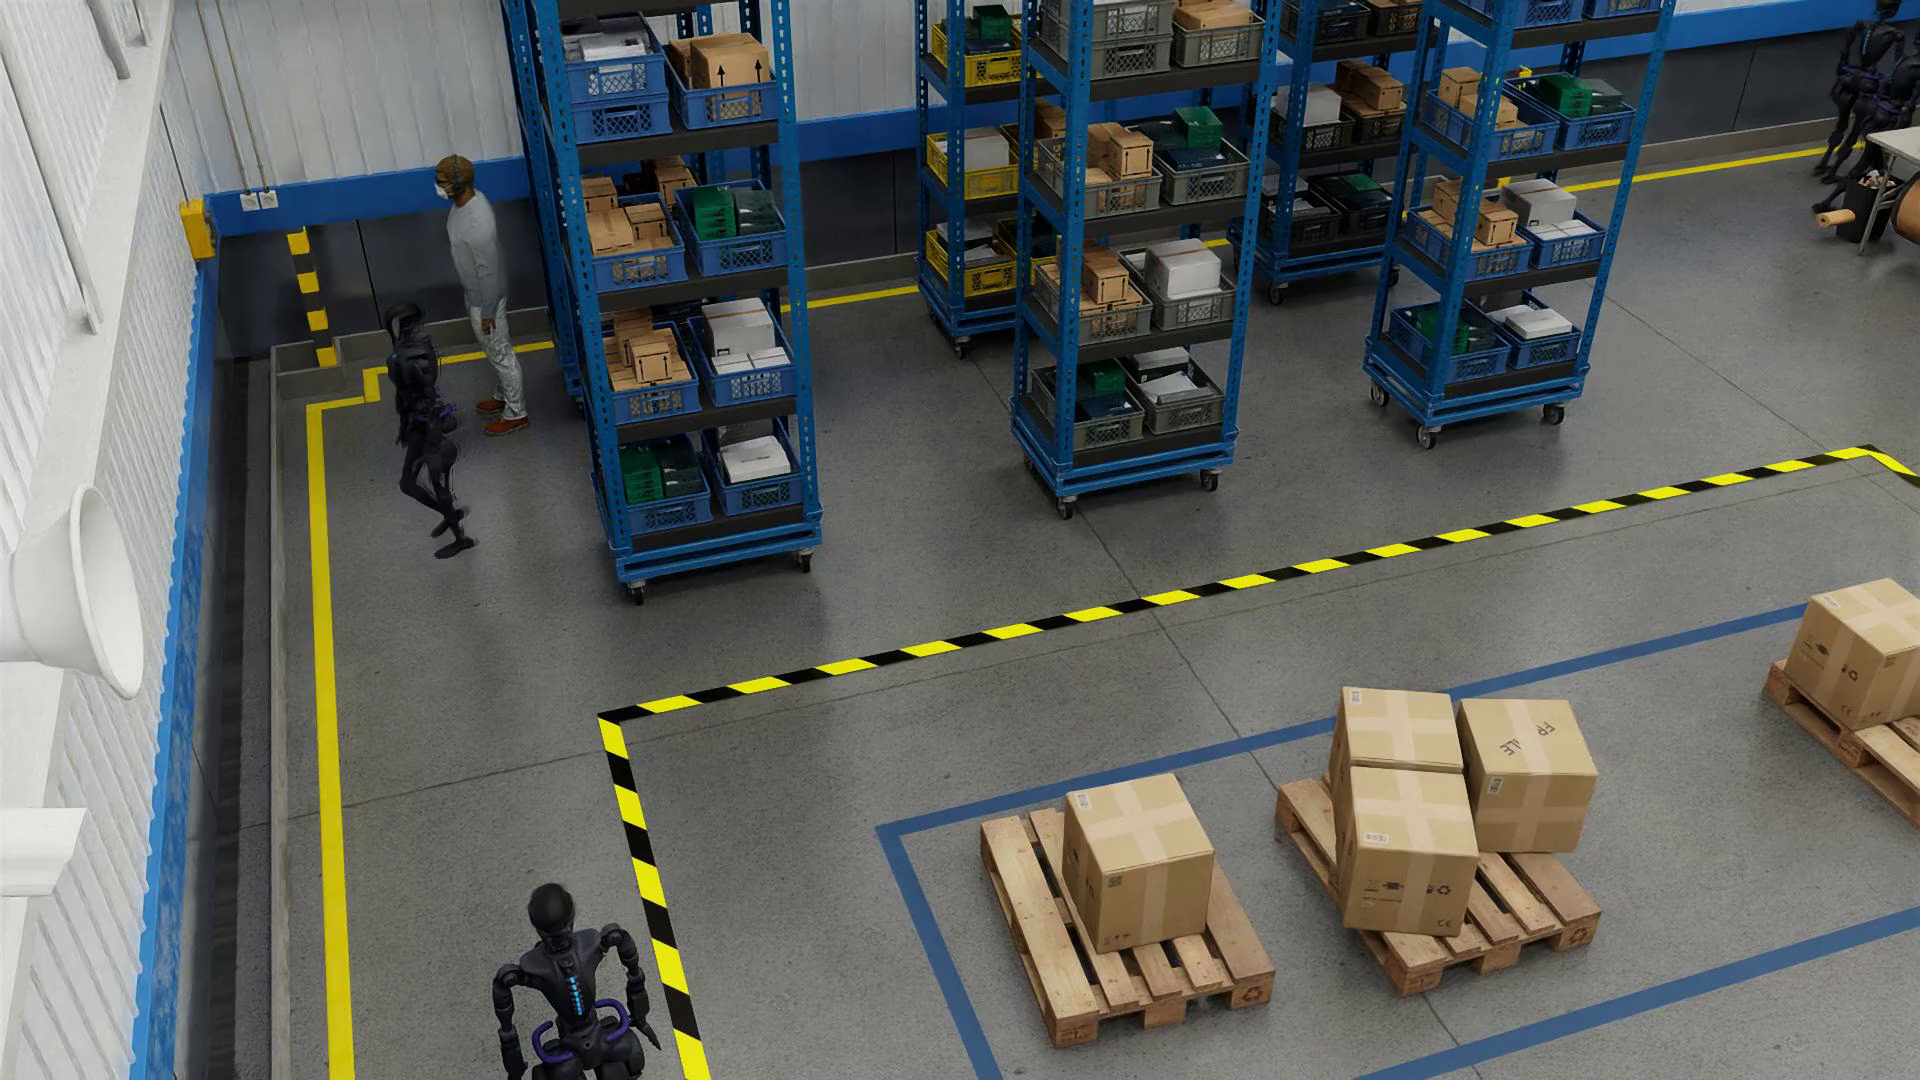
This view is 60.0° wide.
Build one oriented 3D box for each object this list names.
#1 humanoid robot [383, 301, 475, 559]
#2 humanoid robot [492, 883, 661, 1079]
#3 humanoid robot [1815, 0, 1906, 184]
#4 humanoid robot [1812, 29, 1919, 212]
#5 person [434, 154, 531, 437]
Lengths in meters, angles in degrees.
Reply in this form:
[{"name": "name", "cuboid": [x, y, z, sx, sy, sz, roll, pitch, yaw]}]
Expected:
[{"name": "humanoid robot", "cuboid": [-3.128, -0.621, 9.715, 0.349, 1.653, 0.586, -25, 42, -30]}, {"name": "humanoid robot", "cuboid": [-1.402, 1.892, 6.141, 0.599, 1.653, 0.315, -18, 39, -23]}, {"name": "humanoid robot", "cuboid": [7.794, -3.897, 14.353, 0.430, 1.649, 0.596, -19, 40, -25]}, {"name": "humanoid robot", "cuboid": [7.653, -3.470, 13.786, 0.744, 1.619, 0.602, 4, 35, 5]}, {"name": "person", "cuboid": [-3.117, -1.598, 10.873, 0.354, 1.937, 0.634, -13, 37, -17]}]
